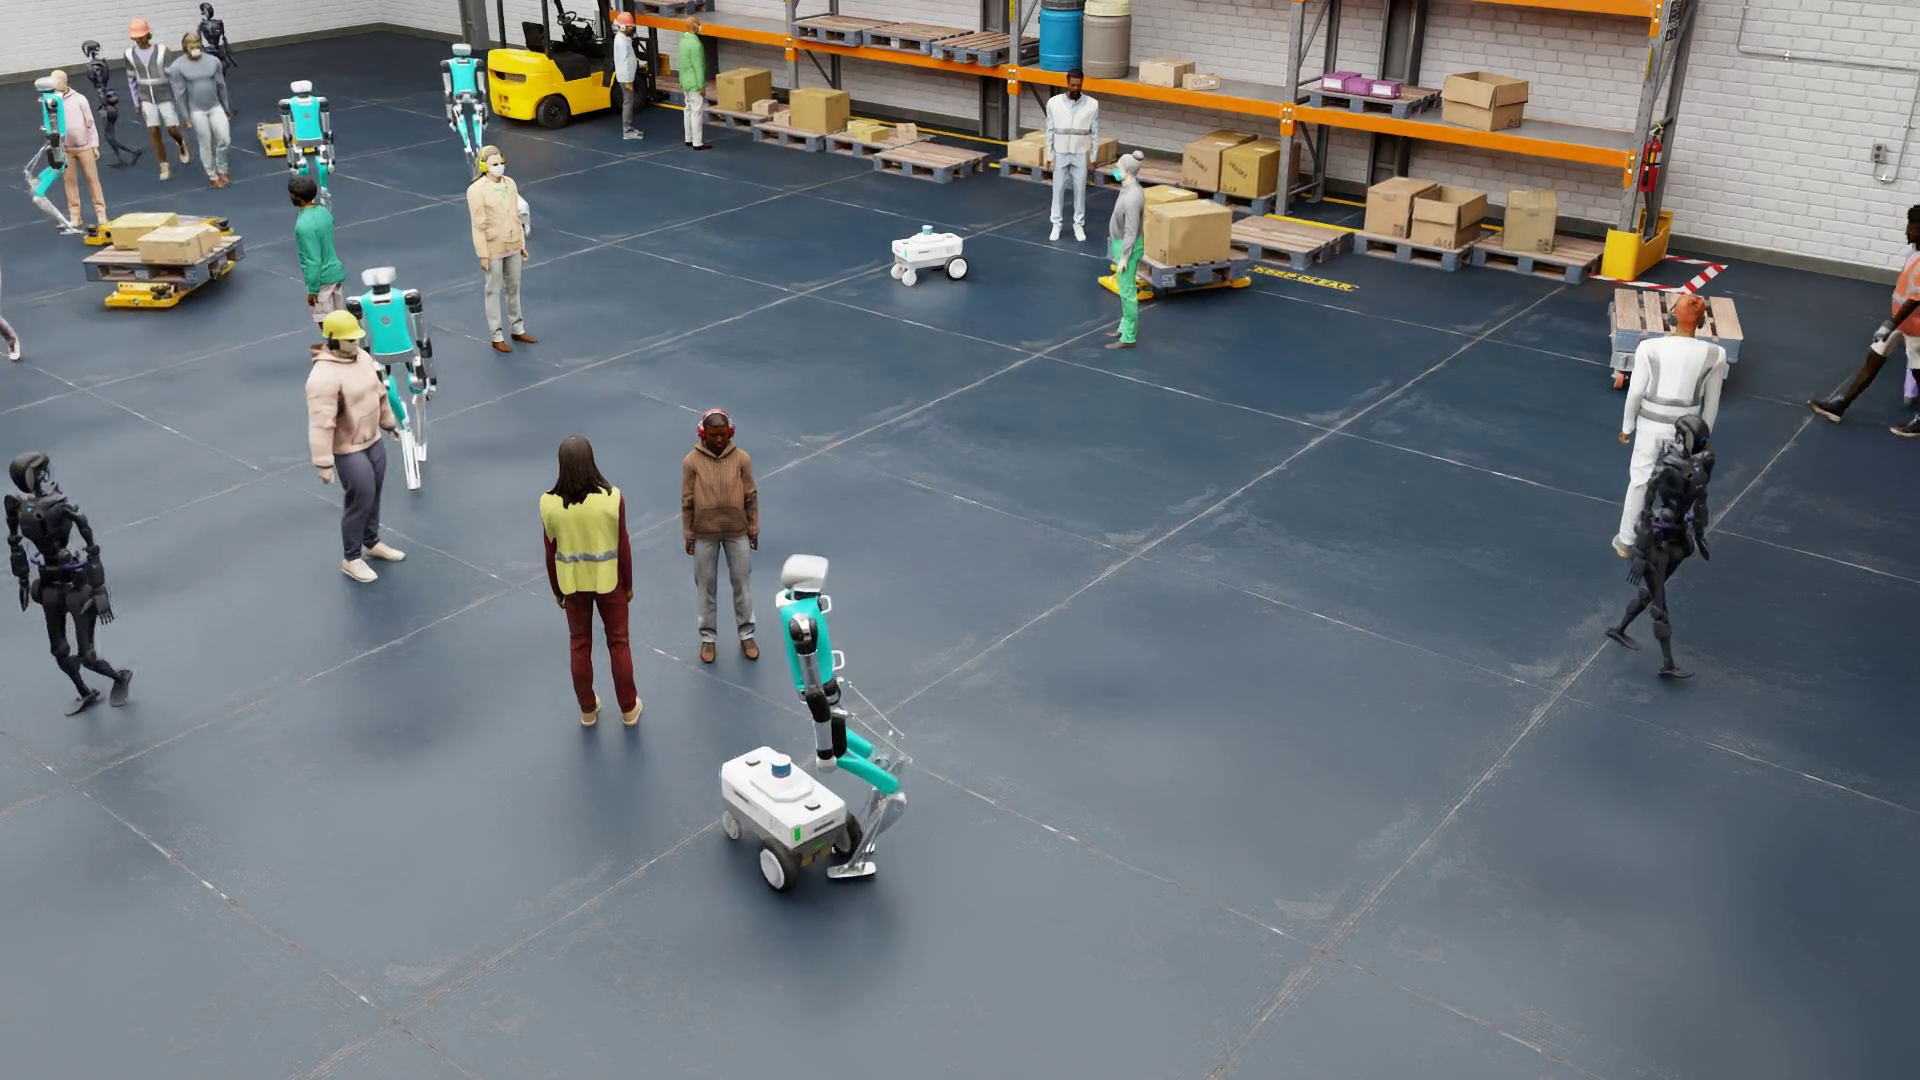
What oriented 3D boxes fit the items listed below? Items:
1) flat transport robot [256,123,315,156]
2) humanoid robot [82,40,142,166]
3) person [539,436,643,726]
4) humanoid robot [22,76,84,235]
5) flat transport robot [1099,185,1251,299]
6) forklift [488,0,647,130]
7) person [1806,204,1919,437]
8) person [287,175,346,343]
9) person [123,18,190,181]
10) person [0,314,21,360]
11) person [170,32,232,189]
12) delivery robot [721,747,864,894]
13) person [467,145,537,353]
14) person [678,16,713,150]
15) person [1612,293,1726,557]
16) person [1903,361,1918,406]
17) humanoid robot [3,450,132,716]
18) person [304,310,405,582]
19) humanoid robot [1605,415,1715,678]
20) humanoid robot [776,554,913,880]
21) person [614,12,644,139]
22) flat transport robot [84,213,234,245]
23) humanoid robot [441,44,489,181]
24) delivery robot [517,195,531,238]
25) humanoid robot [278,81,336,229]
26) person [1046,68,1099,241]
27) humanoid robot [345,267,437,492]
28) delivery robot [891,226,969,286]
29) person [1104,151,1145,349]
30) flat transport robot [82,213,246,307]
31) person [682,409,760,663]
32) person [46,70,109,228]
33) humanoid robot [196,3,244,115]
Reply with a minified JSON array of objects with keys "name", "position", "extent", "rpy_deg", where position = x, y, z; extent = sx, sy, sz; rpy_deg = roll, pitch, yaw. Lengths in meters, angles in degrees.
[{"name":"flat transport robot","position":[-9.372,-5.589,23.146],"extent":[0.659,0.231,1.431],"rpy_deg":[-12,28,-23]},{"name":"humanoid robot","position":[-11.124,-5.718,21.789],"extent":[0.456,1.639,0.601],"rpy_deg":[-13,29,-25]},{"name":"person","position":[-2.066,0.260,9.321],"extent":[0.470,1.766,0.387],"rpy_deg":[-1,26,-3]},{"name":"humanoid robot","position":[-10.345,-4.311,18.743],"extent":[0.711,1.740,0.538],"rpy_deg":[-11,28,-21]},{"name":"flat transport robot","position":[2.226,-2.721,17.205],"extent":[1.431,0.231,0.659],"rpy_deg":[-9,27,-19]},{"name":"forklift","position":[-5.874,-7.334,24.552],"extent":[1.214,2.155,2.313],"rpy_deg":[19,32,34]},{"name":"person","position":[7.496,-1.747,13.295],"extent":[1.010,1.910,0.601],"rpy_deg":[5,26,10]},{"name":"person","position":[-5.493,-2.231,14.375],"extent":[0.376,1.848,0.505],"rpy_deg":[1,26,1]},{"name":"person","position":[-10.254,-5.656,21.276],"extent":[0.634,2.018,0.662],"rpy_deg":[-4,26,-8]},{"name":"person","position":[-8.684,-2.285,14.616],"extent":[0.528,1.726,0.715],"rpy_deg":[-7,27,-14]},{"name":"person","position":[-9.372,-5.321,20.690],"extent":[0.635,1.920,0.501],"rpy_deg":[-20,32,-36]},{"name":"delivery robot","position":[-0.881,1.364,8.401],"extent":[0.499,0.581,0.754],"rpy_deg":[-21,33,-36]},{"name":"person","position":[-4.235,-2.682,15.282],"extent":[0.413,1.877,0.549],"rpy_deg":[17,30,31]},{"name":"person","position":[-3.646,-6.253,22.792],"extent":[0.387,1.776,0.546],"rpy_deg":[-14,29,-27]},{"name":"person","position":[4.790,-0.755,11.276],"extent":[0.583,1.883,0.345],"rpy_deg":[7,27,14]},{"name":"person","position":[8.350,-2.032,14.032],"extent":[0.944,1.785,0.588],"rpy_deg":[-23,34,-39]},{"name":"humanoid robot","position":[-5.084,0.246,9.445],"extent":[0.610,1.652,0.427],"rpy_deg":[5,26,11]},{"name":"person","position":[-4.048,-0.651,11.095],"extent":[0.439,1.856,0.811],"rpy_deg":[5,26,9]},{"name":"humanoid robot","position":[4.287,0.017,9.954],"extent":[0.607,1.630,0.757],"rpy_deg":[-14,29,-26]},{"name":"humanoid robot","position":[-0.497,0.871,8.035],"extent":[0.716,1.758,0.543],"rpy_deg":[-3,26,-7]},{"name":"person","position":[-4.669,-6.536,23.418],"extent":[0.348,1.738,0.572],"rpy_deg":[-5,26,-10]},{"name":"flat transport robot","position":[-9.046,-3.483,18.783],"extent":[1.431,0.231,0.659],"rpy_deg":[4,26,8]},{"name":"humanoid robot","position":[-6.102,-5.251,20.753],"extent":[0.553,1.760,0.917],"rpy_deg":[-12,28,-23]},{"name":"delivery robot","position":[-5.180,-3.769,19.065],"extent":[0.499,0.611,0.792],"rpy_deg":[-12,28,-24]},{"name":"humanoid robot","position":[-7.379,-4.280,18.876],"extent":[0.542,1.898,0.733],"rpy_deg":[-14,29,-26]},{"name":"person","position":[1.250,-4.318,18.628],"extent":[0.591,1.913,0.393],"rpy_deg":[0,26,0]},{"name":"humanoid robot","position":[-4.224,-1.262,12.538],"extent":[0.555,1.759,1.046],"rpy_deg":[-7,27,-14]},{"name":"delivery robot","position":[-0.323,-2.989,17.449],"extent":[0.813,0.609,0.499],"rpy_deg":[-13,29,-25]},{"name":"person","position":[1.524,-2.672,15.301],"extent":[0.341,1.839,0.511],"rpy_deg":[2,26,5]},{"name":"flat transport robot","position":[-8.154,-2.703,17.168],"extent":[0.659,0.231,1.431],"rpy_deg":[2,26,4]},{"name":"person","position":[-1.440,-0.037,10.063],"extent":[0.462,1.648,0.327],"rpy_deg":[-5,26,-10]},{"name":"person","position":[-10.199,-4.513,19.176],"extent":[0.525,1.782,0.407],"rpy_deg":[-8,27,-16]},{"name":"humanoid robot","position":[-11.094,-7.207,24.922],"extent":[0.759,1.629,0.608],"rpy_deg":[9,27,19]}]
